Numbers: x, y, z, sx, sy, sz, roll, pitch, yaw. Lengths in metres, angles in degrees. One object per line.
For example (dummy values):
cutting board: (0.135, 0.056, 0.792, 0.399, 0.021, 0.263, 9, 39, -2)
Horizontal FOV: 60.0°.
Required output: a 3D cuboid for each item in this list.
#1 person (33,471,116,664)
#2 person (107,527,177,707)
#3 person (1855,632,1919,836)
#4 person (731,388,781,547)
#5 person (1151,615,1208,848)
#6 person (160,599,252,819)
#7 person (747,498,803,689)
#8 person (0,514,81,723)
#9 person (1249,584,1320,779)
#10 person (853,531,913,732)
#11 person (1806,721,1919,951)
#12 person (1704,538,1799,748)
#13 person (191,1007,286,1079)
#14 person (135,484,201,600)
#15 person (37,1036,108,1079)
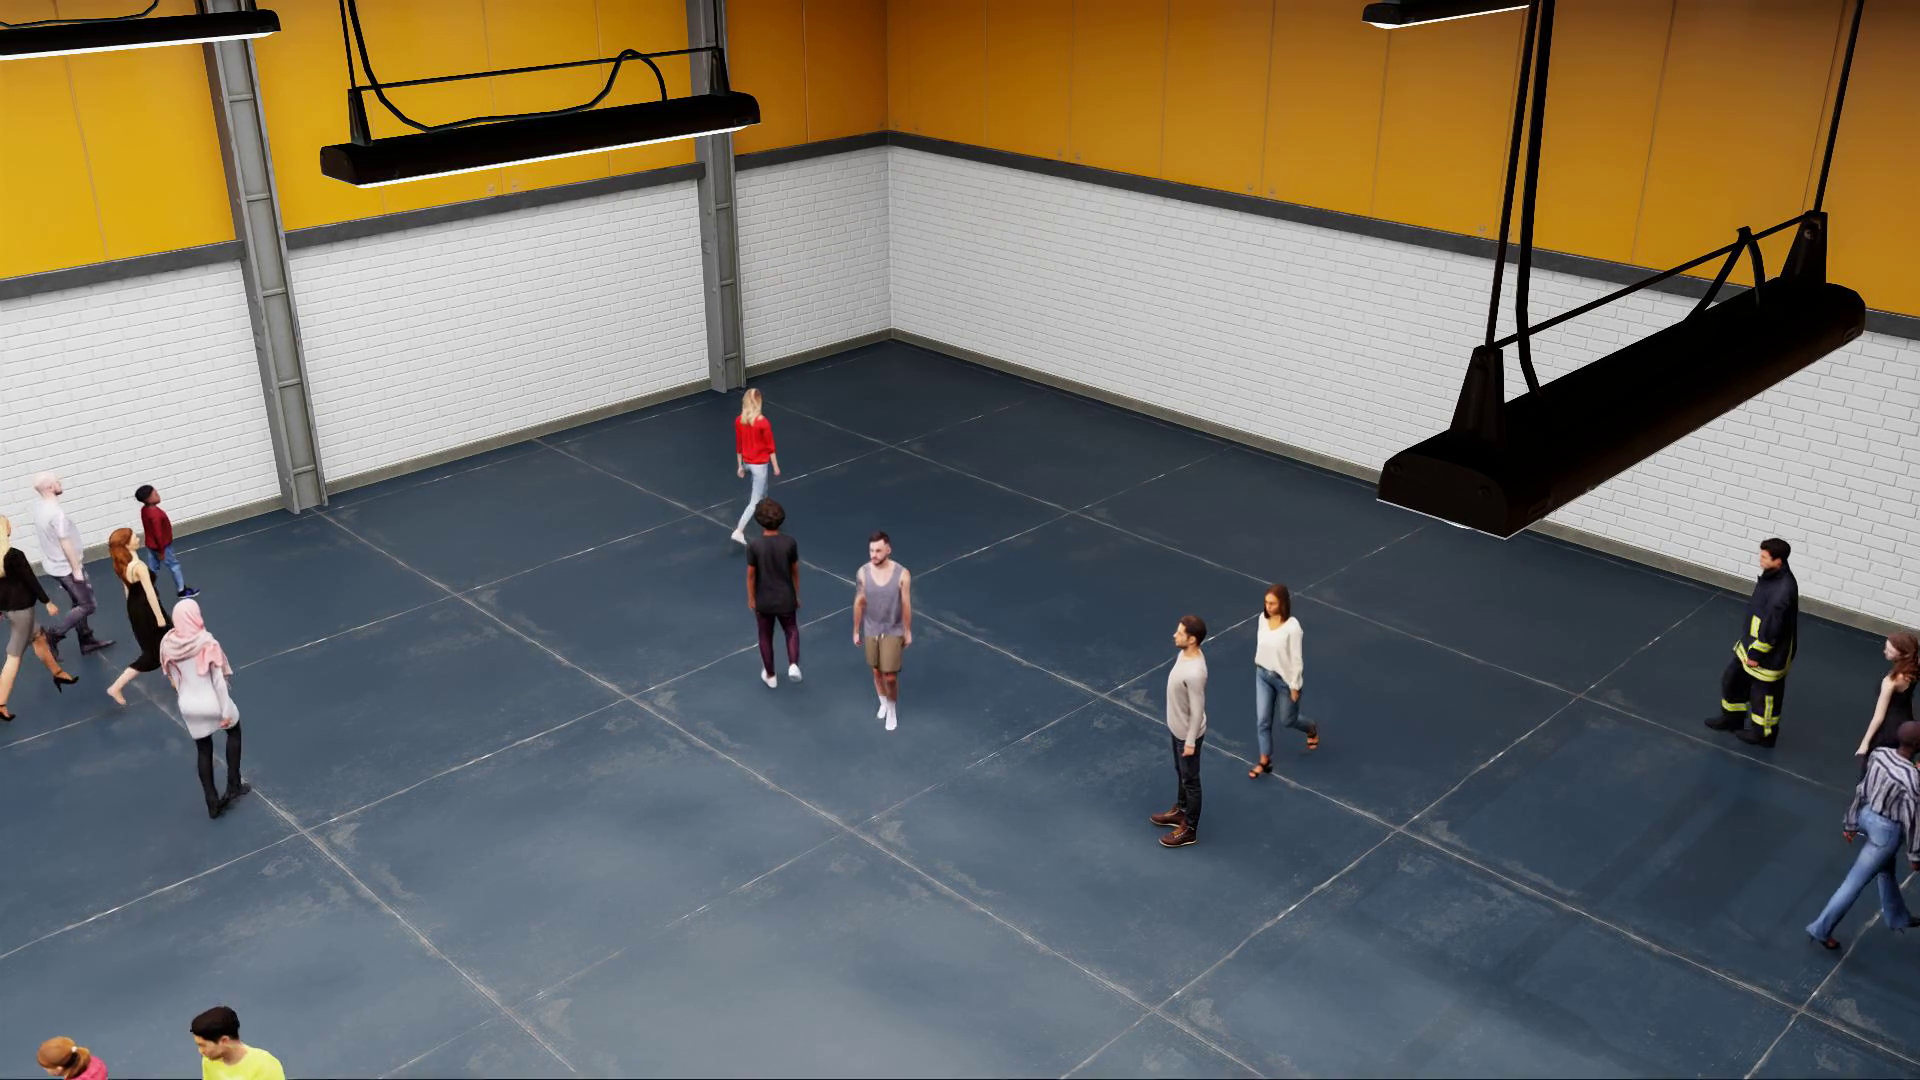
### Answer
person: (-8.176, 0.271, 15.055, 0.901, 1.820, 0.684, -20, 31, -38)
person: (-7.140, 0.675, 14.403, 0.562, 1.602, 0.992, 22, 32, 40)
person: (7.049, 1.465, 12.458, 0.601, 1.711, 0.869, -10, 26, -22)
person: (-2.189, -0.736, 17.545, 0.753, 1.672, 1.158, 16, 28, 32)
person: (1.692, 1.407, 12.397, 0.781, 1.867, 0.745, -2, 24, -5)
person: (-5.800, 1.323, 12.687, 0.791, 1.789, 0.852, 0, 24, -1)
person: (-1.612, 0.511, 14.568, 0.788, 1.770, 0.832, -8, 25, -17)
person: (-8.049, 0.705, 14.089, 0.883, 1.798, 1.218, 10, 25, 21)
person: (2.622, 1.108, 13.347, 0.990, 1.654, 0.734, -19, 30, -37)
person: (-0.632, 0.734, 14.201, 0.778, 1.832, 0.832, 6, 24, 13)
person: (6.064, 2.021, 11.141, 1.215, 1.748, 1.121, -2, 24, -4)
person: (6.705, 0.869, 13.597, 1.025, 1.892, 0.936, 8, 25, 17)
person: (-3.668, 3.095, 8.780, 0.919, 1.671, 1.156, 7, 25, 16)
person: (-7.906, 0.059, 16.268, 0.512, 1.236, 0.837, 20, 31, 38)
person: (-4.576, 3.225, 8.975, 0.891, 1.277, 0.864, 1, 24, 2)
